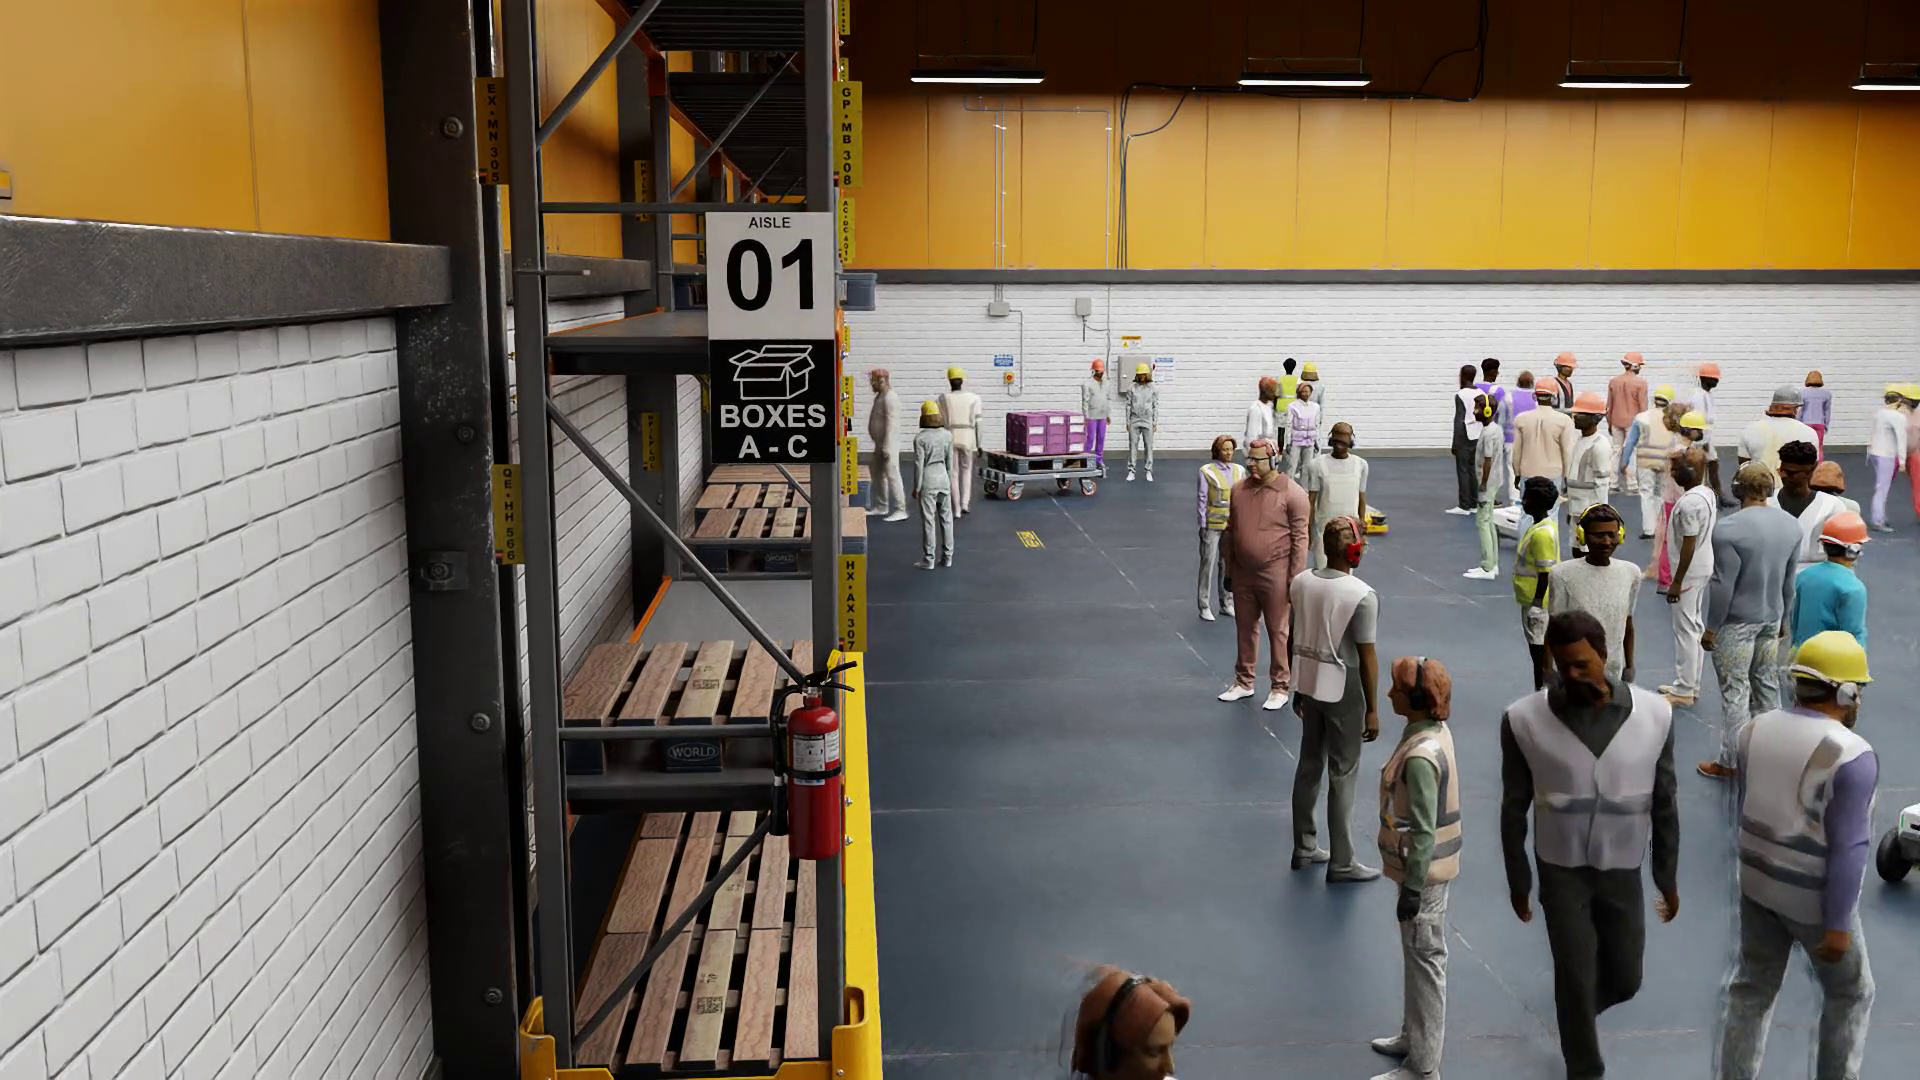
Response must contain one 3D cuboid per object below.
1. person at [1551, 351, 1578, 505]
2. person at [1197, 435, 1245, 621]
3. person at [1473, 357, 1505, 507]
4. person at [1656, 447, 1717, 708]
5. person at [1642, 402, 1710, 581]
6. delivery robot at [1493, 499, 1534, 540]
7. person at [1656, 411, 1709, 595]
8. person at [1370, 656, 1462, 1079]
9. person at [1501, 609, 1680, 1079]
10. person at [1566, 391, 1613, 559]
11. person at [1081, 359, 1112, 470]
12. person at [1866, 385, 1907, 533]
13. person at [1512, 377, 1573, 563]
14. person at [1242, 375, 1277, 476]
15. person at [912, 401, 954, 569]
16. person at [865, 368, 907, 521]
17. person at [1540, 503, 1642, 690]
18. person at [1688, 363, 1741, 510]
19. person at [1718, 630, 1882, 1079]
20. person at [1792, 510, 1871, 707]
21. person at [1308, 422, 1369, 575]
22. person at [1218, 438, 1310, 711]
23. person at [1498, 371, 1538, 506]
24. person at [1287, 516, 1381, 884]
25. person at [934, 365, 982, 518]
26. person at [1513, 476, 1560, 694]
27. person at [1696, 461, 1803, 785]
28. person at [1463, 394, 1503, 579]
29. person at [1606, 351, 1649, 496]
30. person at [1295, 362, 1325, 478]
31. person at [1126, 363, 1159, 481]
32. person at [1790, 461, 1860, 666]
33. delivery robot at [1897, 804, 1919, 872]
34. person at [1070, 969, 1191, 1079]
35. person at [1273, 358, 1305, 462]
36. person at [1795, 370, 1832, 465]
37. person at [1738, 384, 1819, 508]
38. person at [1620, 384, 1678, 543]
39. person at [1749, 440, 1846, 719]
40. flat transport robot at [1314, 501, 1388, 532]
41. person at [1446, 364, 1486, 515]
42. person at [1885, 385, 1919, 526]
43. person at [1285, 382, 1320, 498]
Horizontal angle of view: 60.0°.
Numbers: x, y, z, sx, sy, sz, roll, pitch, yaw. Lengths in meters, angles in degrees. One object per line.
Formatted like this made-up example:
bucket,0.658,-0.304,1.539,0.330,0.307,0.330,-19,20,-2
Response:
person,7.933,-1.472,21.960,0.392,2.039,0.612,8,12,42
person,2.300,-0.112,14.676,0.511,1.641,0.308,-5,10,-28
person,6.884,-1.410,21.801,0.362,1.963,0.613,-6,11,-33
person,5.109,0.261,11.709,0.346,1.840,0.505,7,11,35
person,7.137,-0.450,16.336,0.841,1.802,0.539,4,10,24
delivery robot,6.172,-0.204,18.352,0.477,0.478,0.707,-2,9,-10
person,6.877,-0.347,15.793,0.350,1.759,0.523,6,11,32
person,1.706,1.236,6.206,0.314,1.642,0.514,3,10,18
person,2.235,1.157,5.954,0.632,1.880,0.659,1,9,7
person,5.362,-0.257,14.306,0.371,2.048,0.605,0,9,2
person,2.142,-1.948,25.886,0.567,1.742,0.357,-7,11,-37
person,11.064,-0.969,19.794,0.419,1.730,0.656,0,9,2
person,6.005,-0.684,17.159,0.612,1.993,0.384,6,11,33
person,3.557,-1.033,19.793,0.464,1.868,0.678,4,10,23
person,-0.291,-0.570,17.251,0.483,1.737,0.312,-6,11,-34
person,-0.938,-1.192,20.698,0.408,1.899,0.670,-2,9,-13
person,3.298,0.726,8.697,0.534,1.868,0.309,-1,9,-4
person,9.640,-1.312,21.381,0.921,1.894,0.566,8,12,43
person,3.002,1.212,5.831,0.718,1.800,0.618,-3,9,-15
person,4.801,0.709,9.155,0.335,1.753,0.564,0,9,-2
person,3.128,-0.071,13.804,0.506,1.836,0.349,0,9,-3
person,2.108,0.235,11.665,0.652,1.906,0.402,9,12,43
person,7.275,-1.273,21.470,0.636,1.790,0.965,3,10,18
person,1.862,0.795,8.342,0.374,1.841,0.574,-6,11,-31
person,-0.042,-1.237,20.895,0.605,1.904,0.627,-1,9,-6
person,3.879,0.413,11.197,0.317,1.695,0.540,3,9,17
person,4.711,0.493,9.945,0.635,1.935,0.349,-3,10,-20
person,5.261,-0.532,16.642,0.316,1.859,0.524,4,10,25
person,9.222,-1.607,22.965,0.392,1.989,0.610,-6,11,-33
person,5.207,-1.789,24.879,0.493,1.743,0.297,-4,10,-25
person,2.683,-1.737,24.553,0.486,1.744,0.294,2,9,9
person,6.555,0.211,12.666,0.500,1.632,0.286,7,12,38
delivery robot,4.986,1.405,8.238,0.707,0.478,0.477,-6,11,-32
person,0.263,1.672,3.572,0.514,1.607,0.749,-5,11,-31
person,5.332,-2.102,26.995,0.536,1.696,0.318,1,9,6
person,12.580,-1.685,24.570,0.505,1.631,0.278,1,9,6
person,7.604,-0.432,15.427,0.687,2.000,0.535,9,13,44
person,7.886,-0.865,18.907,0.673,1.800,0.572,2,9,13
person,5.490,0.311,11.006,0.613,1.960,0.361,8,12,40
flat transport robot,4.661,-0.296,20.115,0.652,0.197,1.431,0,9,-1
person,6.458,-1.270,21.116,0.606,1.909,0.405,-8,12,-42
person,11.496,-1.028,20.190,0.540,1.708,0.925,-1,9,-4
person,4.495,-1.256,21.856,0.514,1.641,0.315,-4,10,-21
